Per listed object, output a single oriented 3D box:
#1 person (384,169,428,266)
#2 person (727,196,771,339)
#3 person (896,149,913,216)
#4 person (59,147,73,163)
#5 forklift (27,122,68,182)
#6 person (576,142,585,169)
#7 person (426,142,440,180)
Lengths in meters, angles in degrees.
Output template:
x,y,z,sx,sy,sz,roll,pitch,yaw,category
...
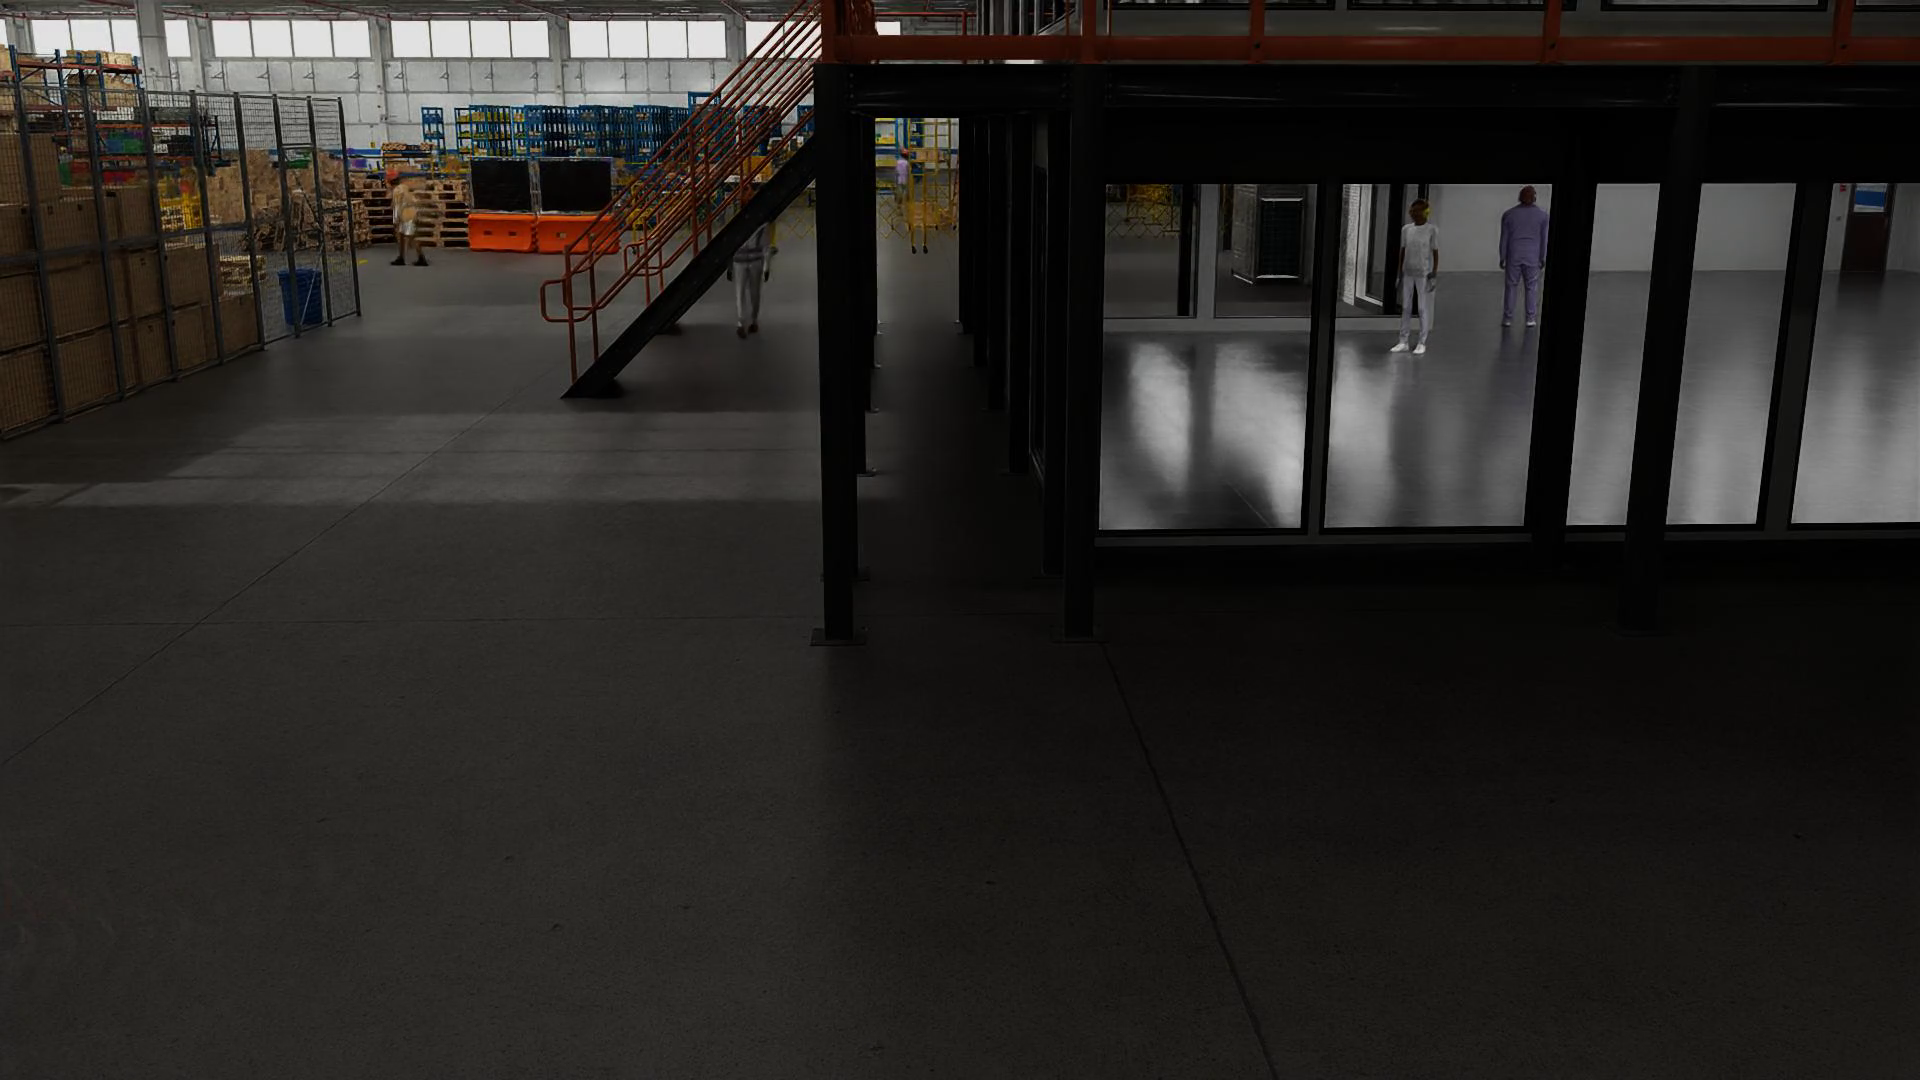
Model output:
x,y,z,sx,sy,sz,roll,pitch,yaw,category
-10.858,-6.265,32.414,0.871,1.867,0.554,-1,14,-4,person
-2.765,-3.577,21.771,0.587,1.832,1.026,-1,14,-3,person
-1.626,-10.848,50.494,0.617,2.001,0.908,8,16,28,person
-36.941,-15.335,68.755,0.404,1.830,0.588,8,16,29,person
-35.376,-14.773,64.377,1.129,2.768,1.873,-1,14,-2,forklift
-19.131,-19.159,84.036,0.404,1.829,0.600,-11,18,-38,person
-24.313,-17.375,76.699,0.628,1.930,0.532,3,14,13,person
